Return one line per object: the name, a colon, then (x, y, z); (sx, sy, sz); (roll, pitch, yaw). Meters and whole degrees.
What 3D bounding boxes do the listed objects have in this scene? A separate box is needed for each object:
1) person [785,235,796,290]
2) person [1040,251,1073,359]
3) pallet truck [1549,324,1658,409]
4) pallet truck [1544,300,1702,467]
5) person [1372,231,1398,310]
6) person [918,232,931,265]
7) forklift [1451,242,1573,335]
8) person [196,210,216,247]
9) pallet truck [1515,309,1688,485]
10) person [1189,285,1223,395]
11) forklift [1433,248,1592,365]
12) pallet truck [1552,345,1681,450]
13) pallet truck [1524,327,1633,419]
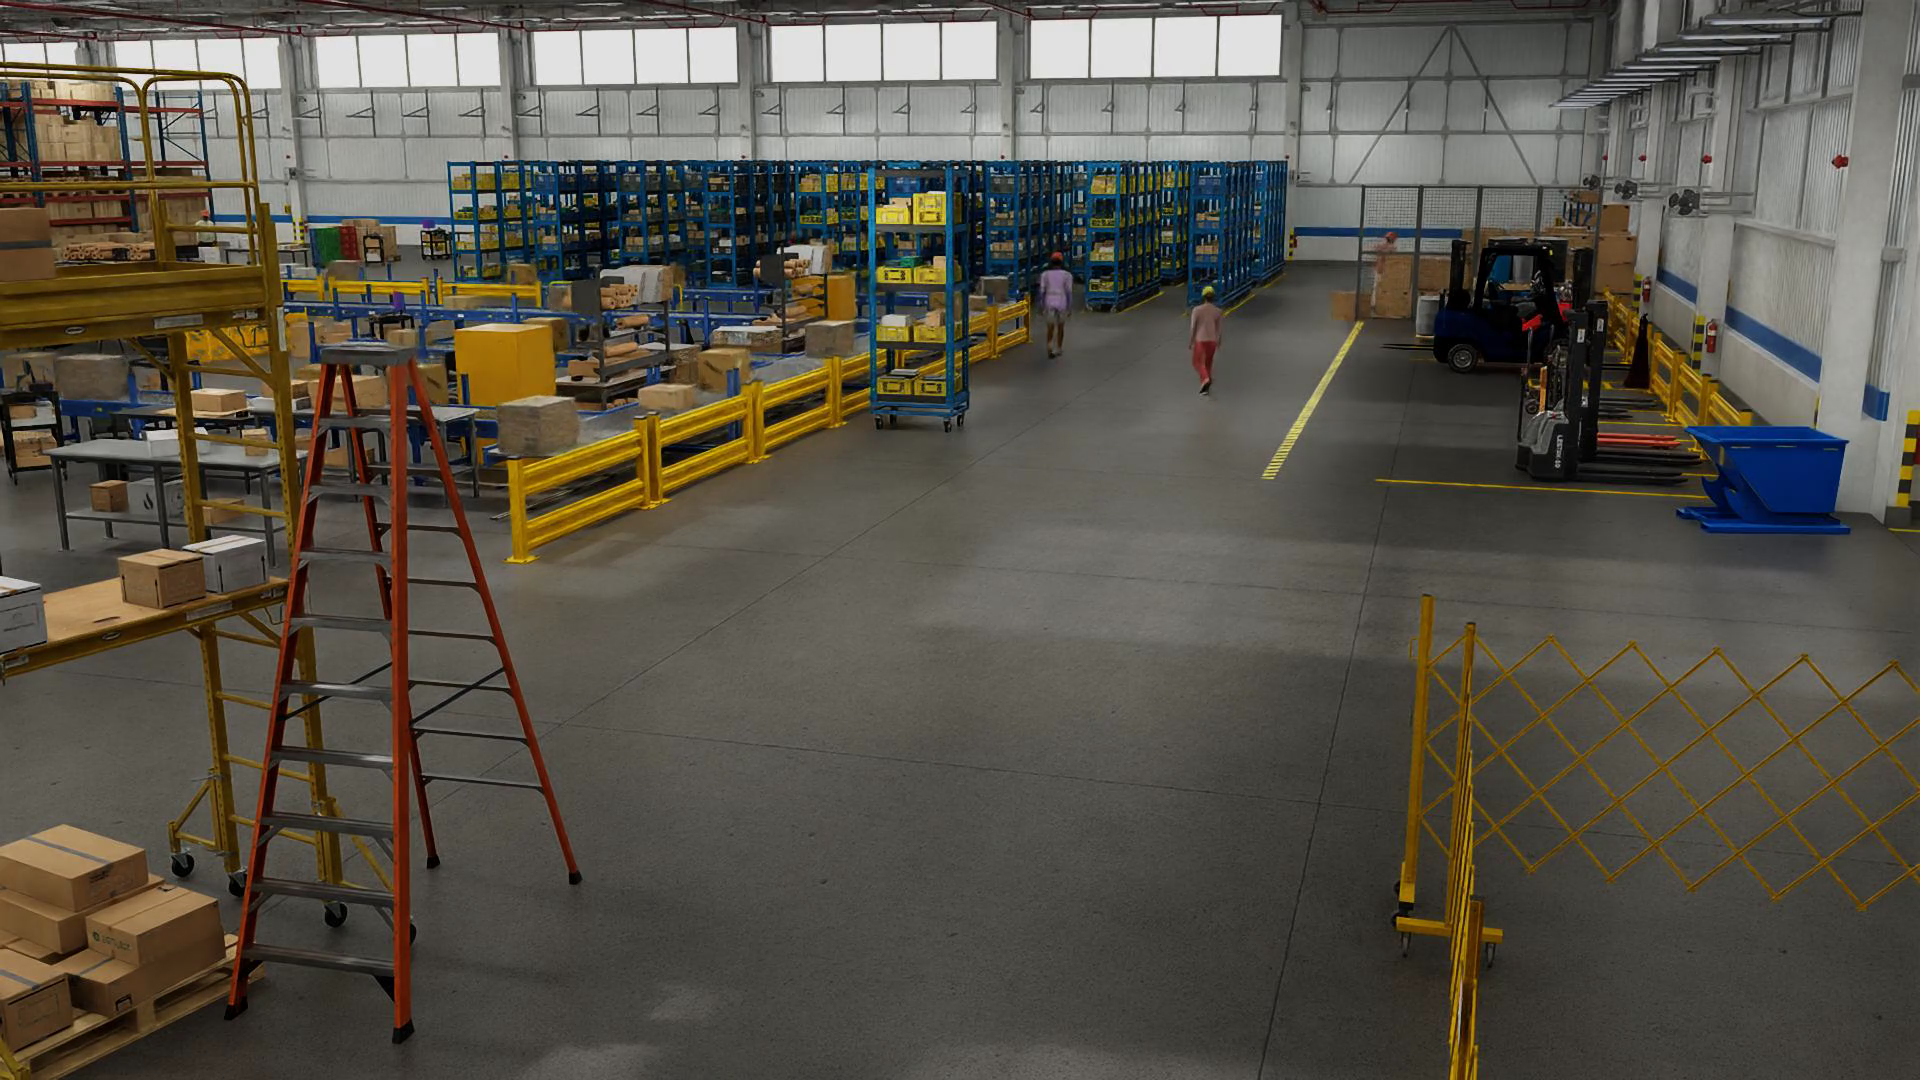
person: (-4.243, -6.673, 41.417); (0.837, 1.810, 0.592); (4, 14, 15)
person: (1.799, -4.428, 31.310); (0.616, 2.015, 0.950); (2, 13, 7)
pallet truck: (9.824, -2.669, 25.407); (1.601, 1.201, 0.680); (4, 14, 16)
pallet truck: (8.263, -1.952, 20.631); (1.885, 1.965, 0.823); (5, 14, 20)
person: (10.521, -6.651, 41.093); (0.601, 1.929, 1.046); (11, 17, 40)
person: (-0.967, -8.087, 47.589); (0.631, 1.785, 0.711); (2, 13, 7)
forklift: (10.464, -4.597, 31.405); (2.680, 1.987, 1.157); (4, 14, 16)
person: (-24.849, -9.877, 54.868); (0.397, 1.992, 0.621); (9, 16, 34)
pallet truck: (7.554, -1.677, 19.446); (1.885, 1.965, 0.823); (3, 13, 14)
person: (3.911, -3.151, 26.328); (0.548, 1.750, 0.476); (-3, 13, -15)
forklift: (9.780, -4.111, 29.280); (2.680, 1.987, 1.157); (3, 13, 14)
pallet truck: (8.641, -1.896, 21.908); (1.630, 1.274, 0.653); (4, 14, 16)
pallet truck: (9.065, -2.460, 24.370); (1.522, 1.261, 0.704); (3, 13, 14)
